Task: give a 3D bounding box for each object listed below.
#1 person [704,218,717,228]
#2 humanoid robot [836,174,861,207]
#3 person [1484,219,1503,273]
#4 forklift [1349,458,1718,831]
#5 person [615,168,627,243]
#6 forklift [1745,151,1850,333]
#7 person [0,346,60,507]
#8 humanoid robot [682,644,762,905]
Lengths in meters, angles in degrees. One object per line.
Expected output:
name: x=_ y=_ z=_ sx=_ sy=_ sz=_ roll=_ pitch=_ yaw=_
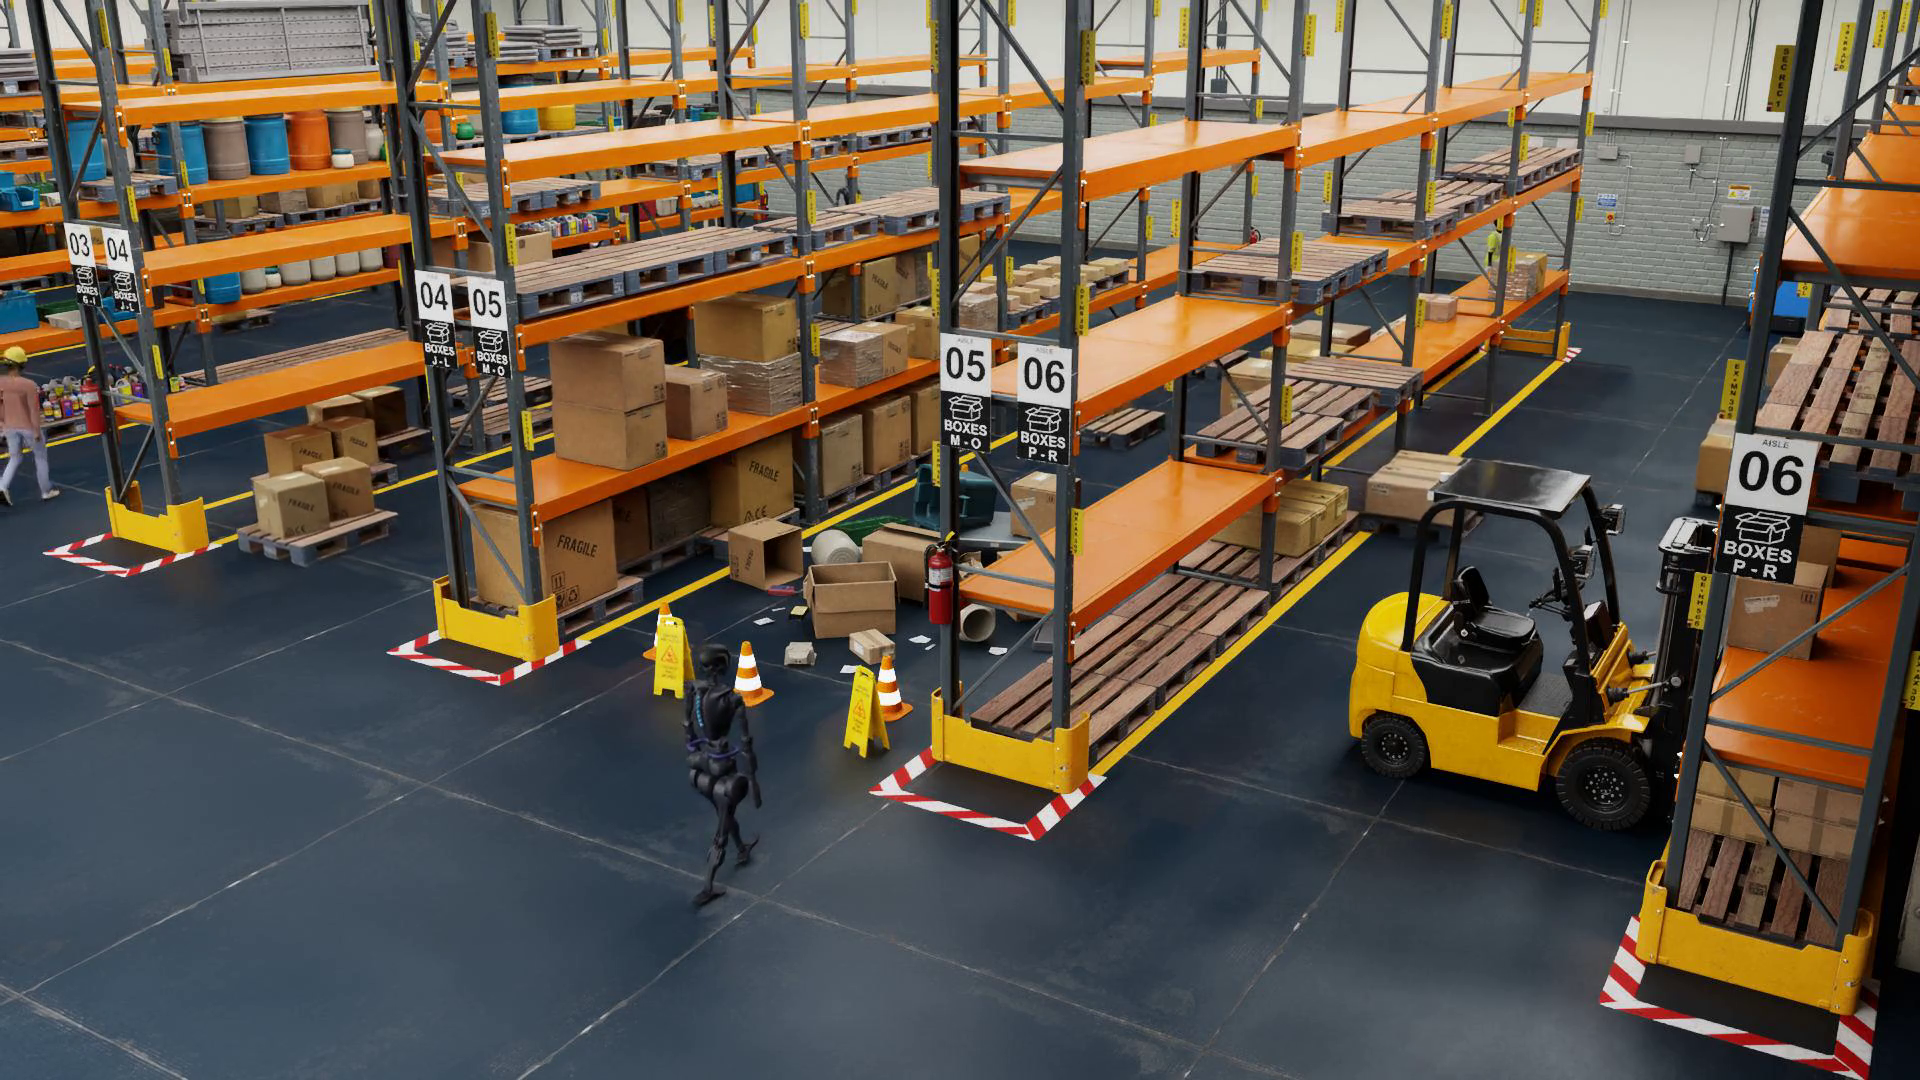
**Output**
person: x=-5.240 y=-7.061 z=34.862 sx=0.492 sy=1.688 sz=0.348 roll=-6 pitch=20 yaw=-18
humanoid robot: x=-2.207 y=-6.449 z=33.100 sx=0.597 sy=1.645 sz=0.335 roll=-9 pitch=21 yaw=-25
person: x=8.900 y=-4.572 z=27.643 sx=0.317 sy=1.695 sz=0.539 roll=16 pitch=25 yaw=39
forklift: x=3.988 y=0.658 z=11.776 sx=2.313 sy=2.155 sz=1.214 roll=11 pitch=22 yaw=29
person: x=-6.759 y=-6.536 z=33.237 sx=0.552 sy=1.747 sz=0.946 roll=9 pitch=21 yaw=23
forklift: x=13.620 y=-4.667 z=26.137 sx=1.873 sy=2.768 sz=1.129 roll=11 pitch=22 yaw=29
person: x=-10.103 y=-1.206 z=17.843 sx=0.524 sy=1.738 sz=0.684 roll=1 pitch=19 yaw=4
humanoid robot: x=-1.464 y=1.410 z=10.432 sx=0.612 sy=1.625 sz=0.750 roll=13 pitch=23 yaw=34
